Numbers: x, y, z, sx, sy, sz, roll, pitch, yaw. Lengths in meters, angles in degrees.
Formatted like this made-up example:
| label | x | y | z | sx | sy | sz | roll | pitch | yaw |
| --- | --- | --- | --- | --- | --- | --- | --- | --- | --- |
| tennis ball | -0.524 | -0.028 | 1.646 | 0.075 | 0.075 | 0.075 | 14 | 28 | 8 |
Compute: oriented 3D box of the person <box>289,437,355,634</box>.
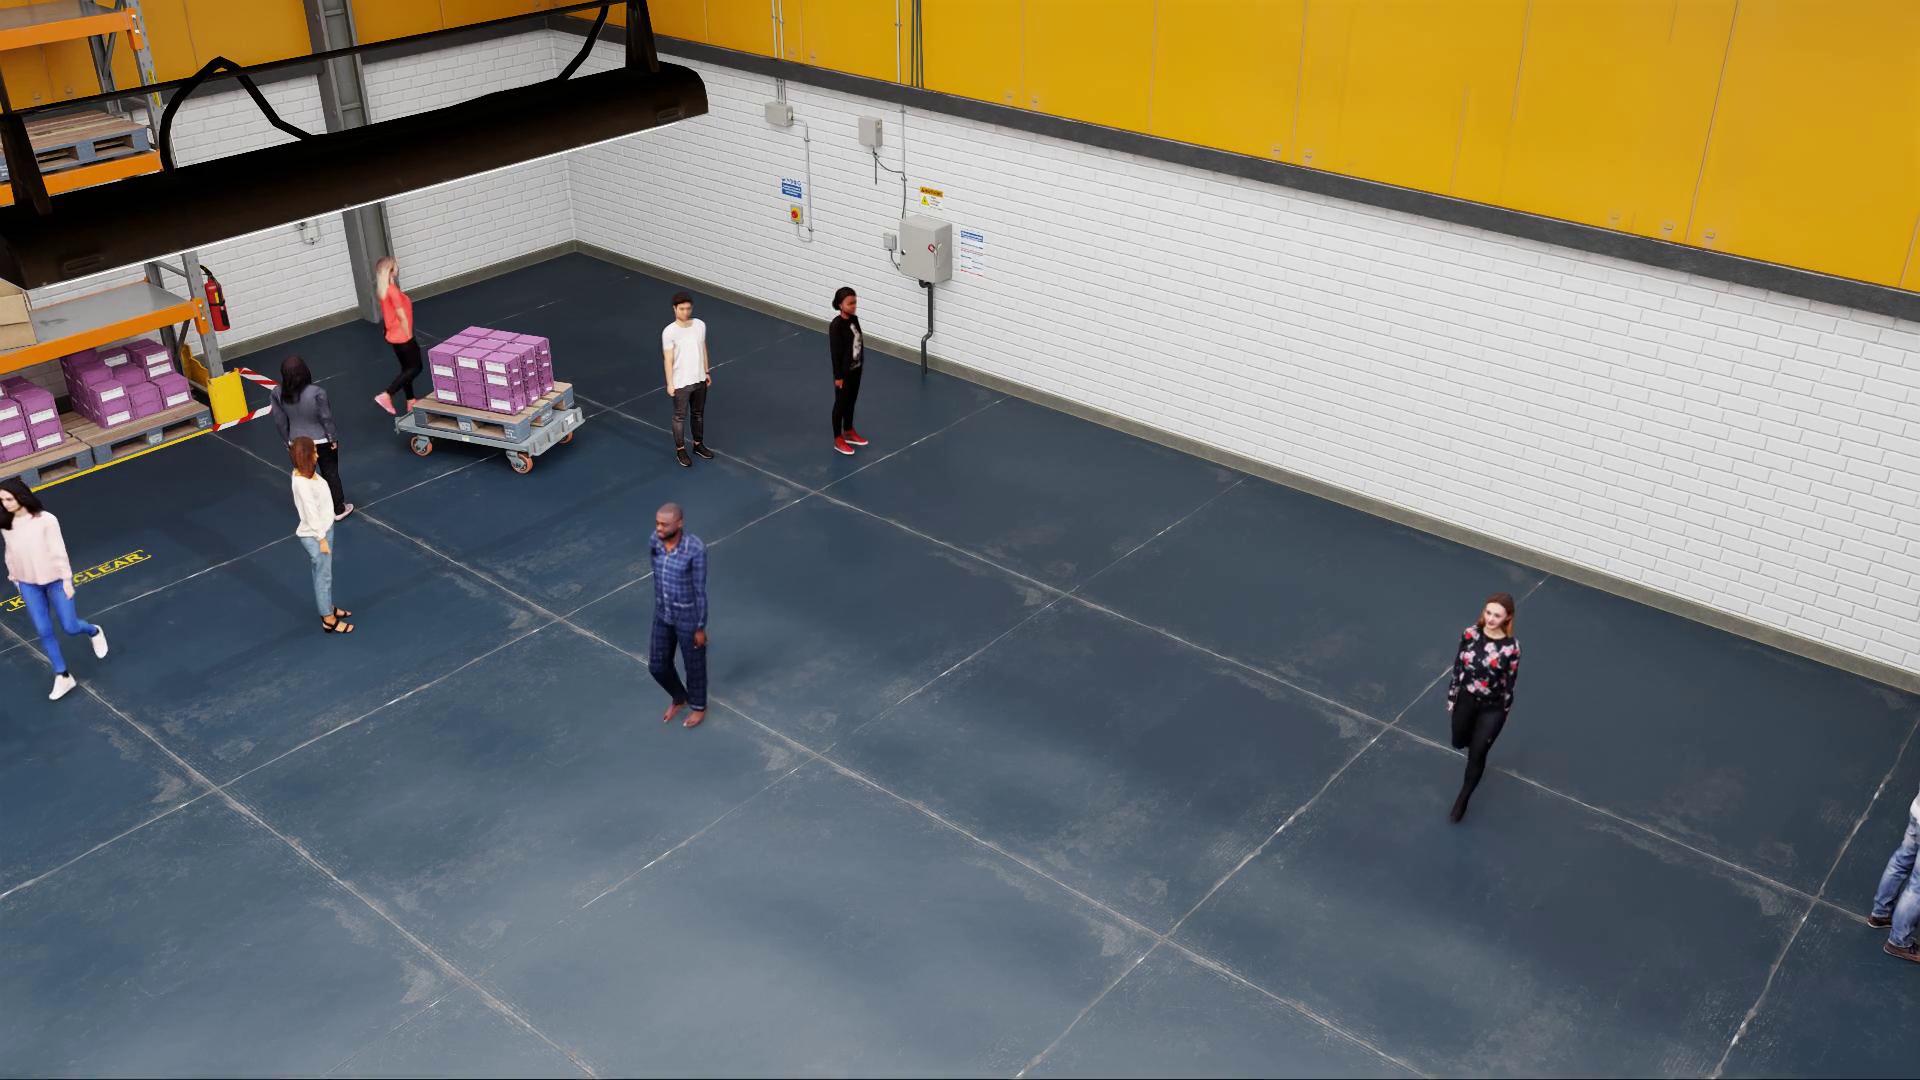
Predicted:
| label | x | y | z | sx | sy | sz | roll | pitch | yaw |
| --- | --- | --- | --- | --- | --- | --- | --- | --- | --- |
| person | -5.122 | -0.050 | 13.218 | 0.700 | 1.678 | 0.697 | -11 | 30 | -19 |

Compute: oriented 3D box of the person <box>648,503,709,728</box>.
| label | x | y | z | sx | sy | sz | roll | pitch | yaw |
| --- | --- | --- | --- | --- | --- | --- | --- | --- | --- |
| person | -1.967 | 0.513 | 12.048 | 0.755 | 1.810 | 0.753 | 12 | 31 | 21 |

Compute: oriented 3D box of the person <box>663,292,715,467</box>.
| label | x | y | z | sx | sy | sz | roll | pitch | yaw |
| --- | --- | --- | --- | --- | --- | --- | --- | --- | --- |
| person | -2.611 | -1.575 | 15.970 | 0.516 | 1.720 | 0.719 | -23 | 36 | -35 |

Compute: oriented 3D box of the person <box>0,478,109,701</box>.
| label | x | y | z | sx | sy | sz | roll | pitch | yaw |
| --- | --- | --- | --- | --- | --- | --- | --- | --- | --- |
| person | -6.816 | 0.306 | 12.486 | 0.946 | 1.754 | 1.040 | 1 | 29 | 2 |

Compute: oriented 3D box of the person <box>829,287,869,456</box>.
| label | x | y | z | sx | sy | sz | roll | pitch | yaw |
| --- | --- | --- | --- | --- | --- | --- | --- | --- | --- |
| person | -1.107 | -1.667 | 16.188 | 0.691 | 1.673 | 0.502 | 15 | 32 | 25 |

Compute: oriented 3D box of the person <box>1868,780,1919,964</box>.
| label | x | y | z | sx | sy | sz | roll | pitch | yaw |
| --- | --- | --- | --- | --- | --- | --- | --- | --- | --- |
| person | 5.814 | 1.660 | 9.900 | 0.786 | 1.854 | 0.665 | 4 | 29 | 7 |

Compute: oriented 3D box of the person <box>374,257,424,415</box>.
| label | x | y | z | sx | sy | sz | roll | pitch | yaw |
| --- | --- | --- | --- | --- | --- | --- | --- | --- | --- |
| person | -5.749 | -2.014 | 16.816 | 0.882 | 1.681 | 0.701 | -20 | 34 | -32 |

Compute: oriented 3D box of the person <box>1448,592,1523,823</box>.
| label | x | y | z | sx | sy | sz | roll | pitch | yaw |
| --- | --- | --- | --- | --- | --- | --- | --- | --- | --- |
| person | 3.530 | 1.065 | 11.188 | 0.608 | 1.665 | 0.923 | 19 | 34 | 31 |

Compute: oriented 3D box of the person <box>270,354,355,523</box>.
| label | x | y | z | sx | sy | sz | roll | pitch | yaw |
| --- | --- | --- | --- | --- | --- | --- | --- | --- | --- |
| person | -5.810 | -0.912 | 14.884 | 0.801 | 1.597 | 0.849 | 0 | 29 | 1 |
